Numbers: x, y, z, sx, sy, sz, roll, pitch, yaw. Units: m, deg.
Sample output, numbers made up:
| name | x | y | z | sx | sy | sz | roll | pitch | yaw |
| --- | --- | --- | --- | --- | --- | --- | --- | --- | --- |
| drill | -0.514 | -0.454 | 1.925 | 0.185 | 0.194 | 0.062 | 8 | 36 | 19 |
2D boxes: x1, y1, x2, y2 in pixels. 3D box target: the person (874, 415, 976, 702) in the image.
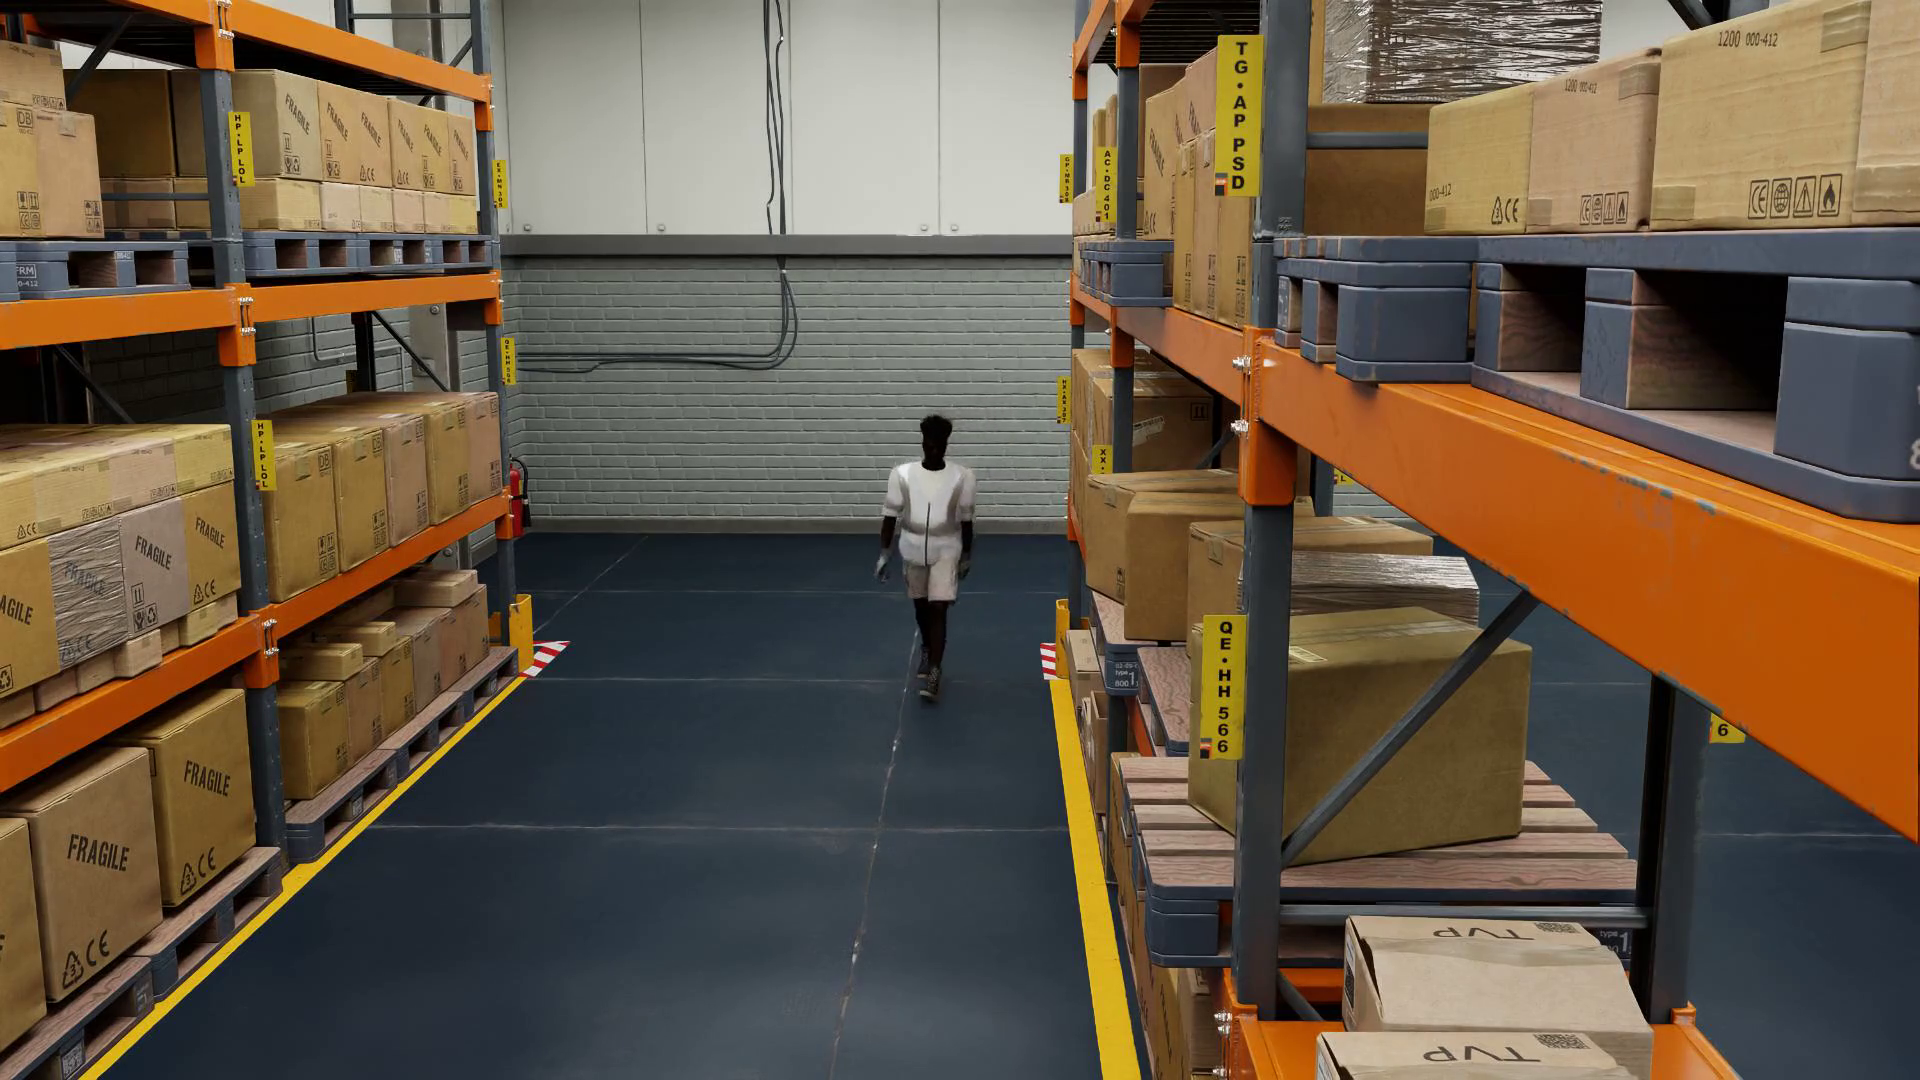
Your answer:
| name | x | y | z | sx | sy | sz | roll | pitch | yaw |
| --- | --- | --- | --- | --- | --- | --- | --- | --- | --- |
| person | -0.217 | 0.093 | 11.310 | 0.641 | 1.909 | 1.061 | 1 | 10 | 8 |
